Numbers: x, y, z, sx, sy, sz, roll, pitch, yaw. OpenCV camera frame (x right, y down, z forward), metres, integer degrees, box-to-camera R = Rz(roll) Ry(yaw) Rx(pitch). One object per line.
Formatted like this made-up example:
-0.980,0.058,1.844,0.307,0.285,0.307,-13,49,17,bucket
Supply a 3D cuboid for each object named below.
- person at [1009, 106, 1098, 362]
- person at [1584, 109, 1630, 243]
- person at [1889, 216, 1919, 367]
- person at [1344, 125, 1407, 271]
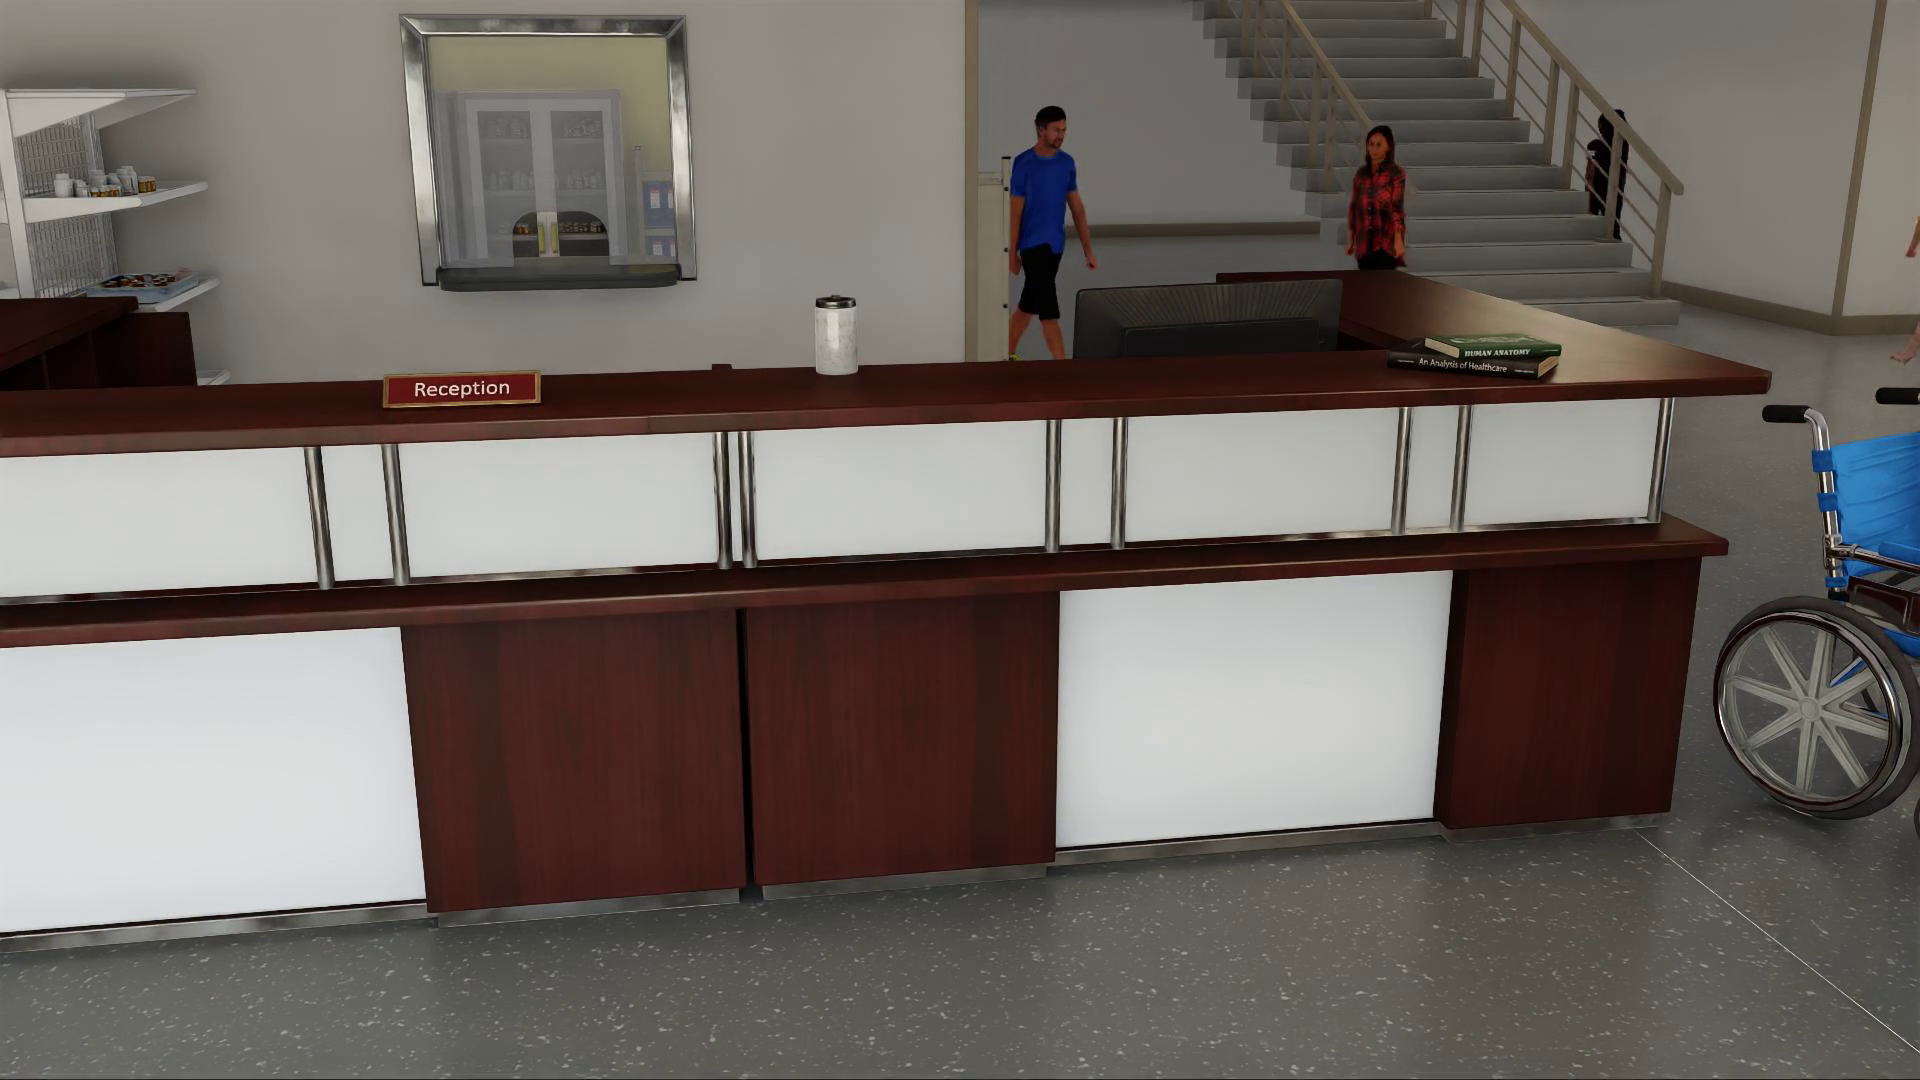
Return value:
0.473,-1.894,11.007,1.020,1.803,1.345,-11,19,-35,person
6.150,-3.172,15.766,0.622,1.680,1.178,-3,16,-10,person
7.049,-2.030,11.758,0.693,1.658,0.882,-5,16,-17,person
3.125,-2.181,12.239,0.825,1.687,0.709,-9,18,-28,person
